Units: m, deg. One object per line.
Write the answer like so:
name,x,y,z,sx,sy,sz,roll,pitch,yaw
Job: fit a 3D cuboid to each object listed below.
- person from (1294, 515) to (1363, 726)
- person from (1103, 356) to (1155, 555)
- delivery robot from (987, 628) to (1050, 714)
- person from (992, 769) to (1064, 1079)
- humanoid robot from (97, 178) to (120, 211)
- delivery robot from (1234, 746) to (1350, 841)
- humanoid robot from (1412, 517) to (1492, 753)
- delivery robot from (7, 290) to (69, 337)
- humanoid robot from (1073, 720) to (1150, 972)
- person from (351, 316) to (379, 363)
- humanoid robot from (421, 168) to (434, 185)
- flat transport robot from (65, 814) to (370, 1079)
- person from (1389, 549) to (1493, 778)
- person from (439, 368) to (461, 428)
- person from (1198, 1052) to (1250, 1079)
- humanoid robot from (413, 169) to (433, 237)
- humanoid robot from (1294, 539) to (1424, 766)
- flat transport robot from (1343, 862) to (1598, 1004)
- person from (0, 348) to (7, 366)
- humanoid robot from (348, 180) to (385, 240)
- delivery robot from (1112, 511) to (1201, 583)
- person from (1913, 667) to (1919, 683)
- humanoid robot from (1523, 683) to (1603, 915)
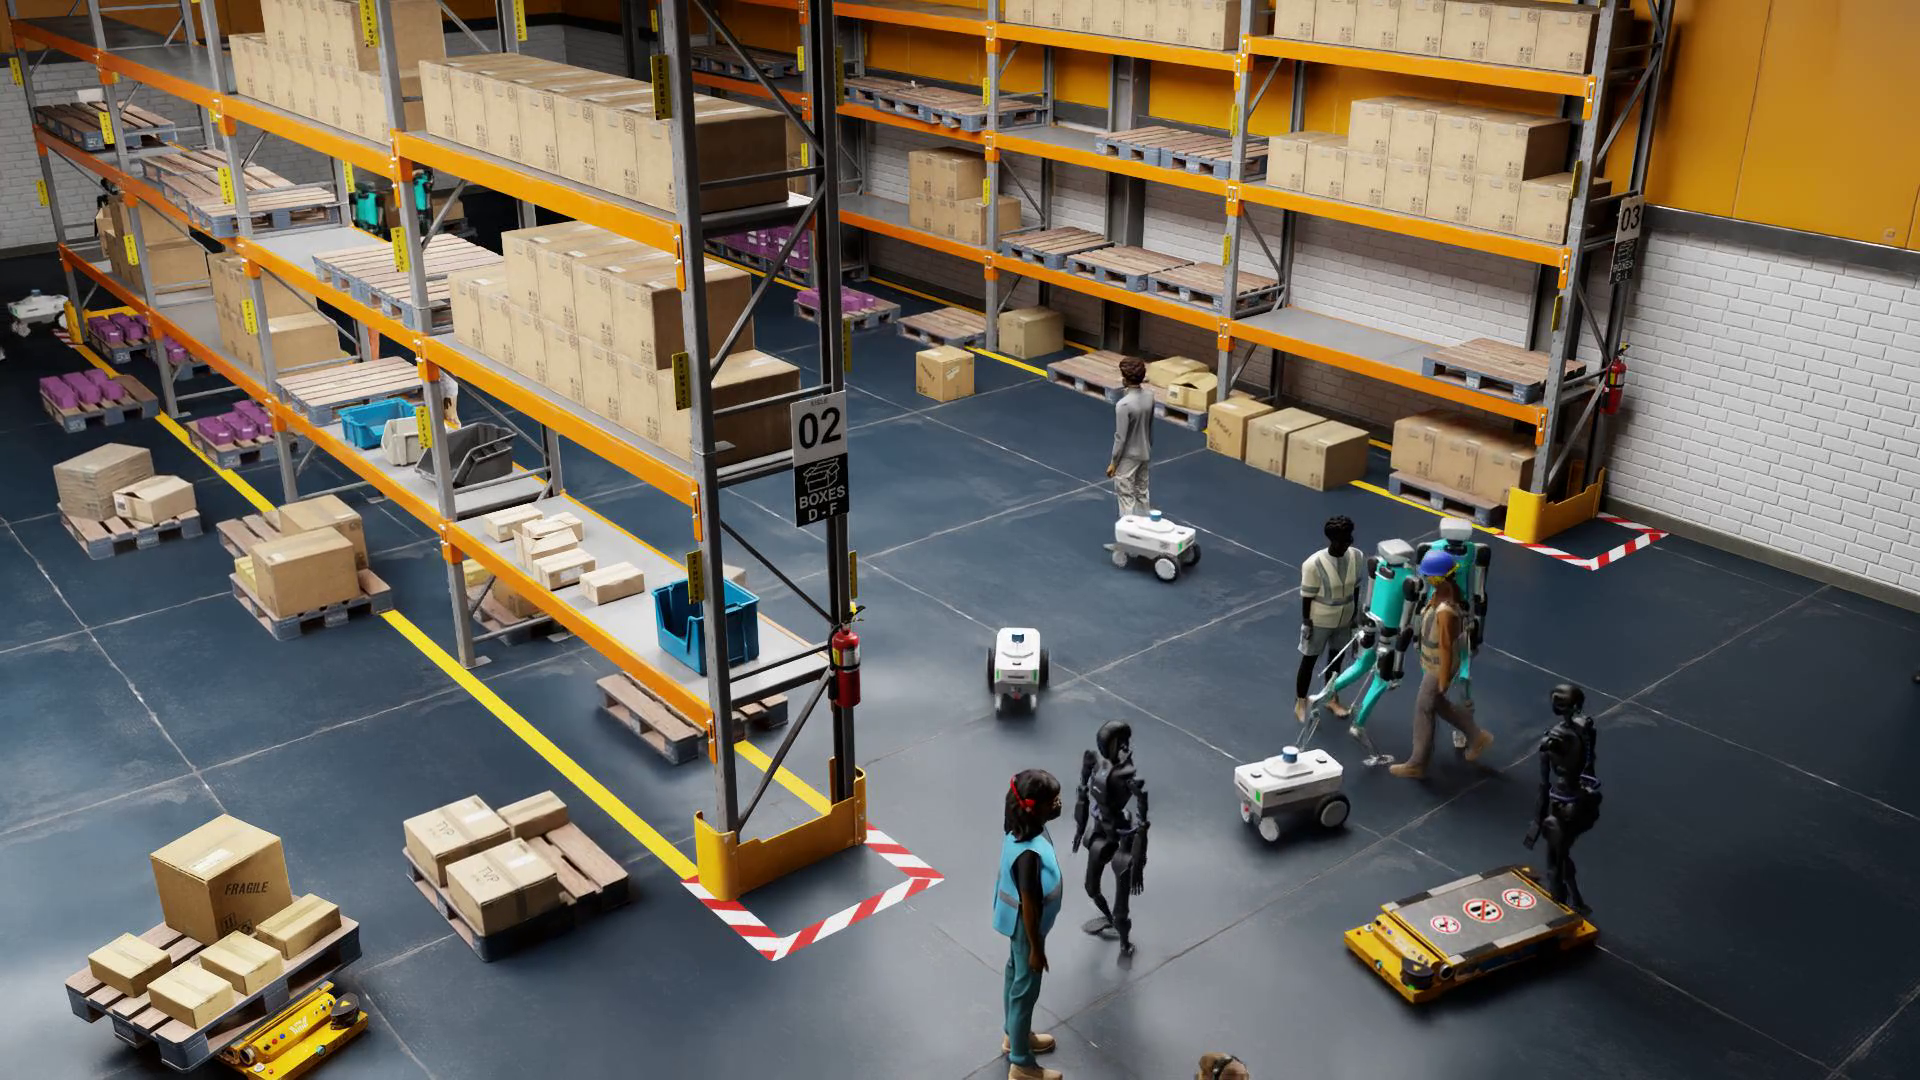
person,2.770,0.591,12.484,0.535,1.692,0.319,-10,25,-22
person,1.598,-0.775,15.385,0.530,1.898,0.396,-21,31,-40
delivery robot,0.452,0.976,13.032,0.499,0.603,0.782,1,23,3
person,0.364,2.053,8.871,0.392,1.869,0.527,-1,23,-1
humanoid robot,-12.228,-4.472,24.233,0.610,1.643,0.466,2,23,6
delivery robot,2.269,1.695,11.370,0.777,0.605,0.511,-9,25,-19
humanoid robot,3.540,0.803,12.022,0.538,1.848,0.747,2,23,5
delivery robot,-12.366,-3.069,22.409,0.807,0.609,0.499,-20,30,-38
humanoid robot,0.939,1.756,9.813,0.444,1.651,0.585,-19,30,-37
person,-7.178,-2.726,20.080,0.498,1.759,0.332,14,27,29
humanoid robot,-9.278,-6.108,27.960,0.939,1.765,0.538,9,25,21
flat transport robot,-4.131,2.652,9.503,1.431,0.231,0.659,13,27,28
person,3.461,0.888,11.704,0.639,1.751,0.476,7,24,15
person,-5.447,-1.592,17.457,0.325,1.751,0.562,-15,27,-30
person,1.013,2.896,7.014,0.957,1.796,0.511,18,29,36
humanoid robot,-7.968,-4.504,24.191,0.530,1.775,0.658,21,31,39
humanoid robot,2.714,0.889,11.763,0.971,1.766,0.541,-9,25,-21
flat transport robot,3.119,2.376,10.141,1.431,0.231,0.659,-11,26,-24
person,-12.432,-2.997,20.610,0.950,1.879,0.641,7,24,17
humanoid robot,-8.359,-4.059,23.223,0.549,1.798,0.822,5,24,11
delivery robot,1.794,0.029,15.221,0.798,0.598,0.499,14,27,30
person,7.813,0.264,12.953,0.550,1.923,0.387,13,27,28
humanoid robot,3.696,1.637,10.089,0.599,1.643,0.434,-17,29,-34
